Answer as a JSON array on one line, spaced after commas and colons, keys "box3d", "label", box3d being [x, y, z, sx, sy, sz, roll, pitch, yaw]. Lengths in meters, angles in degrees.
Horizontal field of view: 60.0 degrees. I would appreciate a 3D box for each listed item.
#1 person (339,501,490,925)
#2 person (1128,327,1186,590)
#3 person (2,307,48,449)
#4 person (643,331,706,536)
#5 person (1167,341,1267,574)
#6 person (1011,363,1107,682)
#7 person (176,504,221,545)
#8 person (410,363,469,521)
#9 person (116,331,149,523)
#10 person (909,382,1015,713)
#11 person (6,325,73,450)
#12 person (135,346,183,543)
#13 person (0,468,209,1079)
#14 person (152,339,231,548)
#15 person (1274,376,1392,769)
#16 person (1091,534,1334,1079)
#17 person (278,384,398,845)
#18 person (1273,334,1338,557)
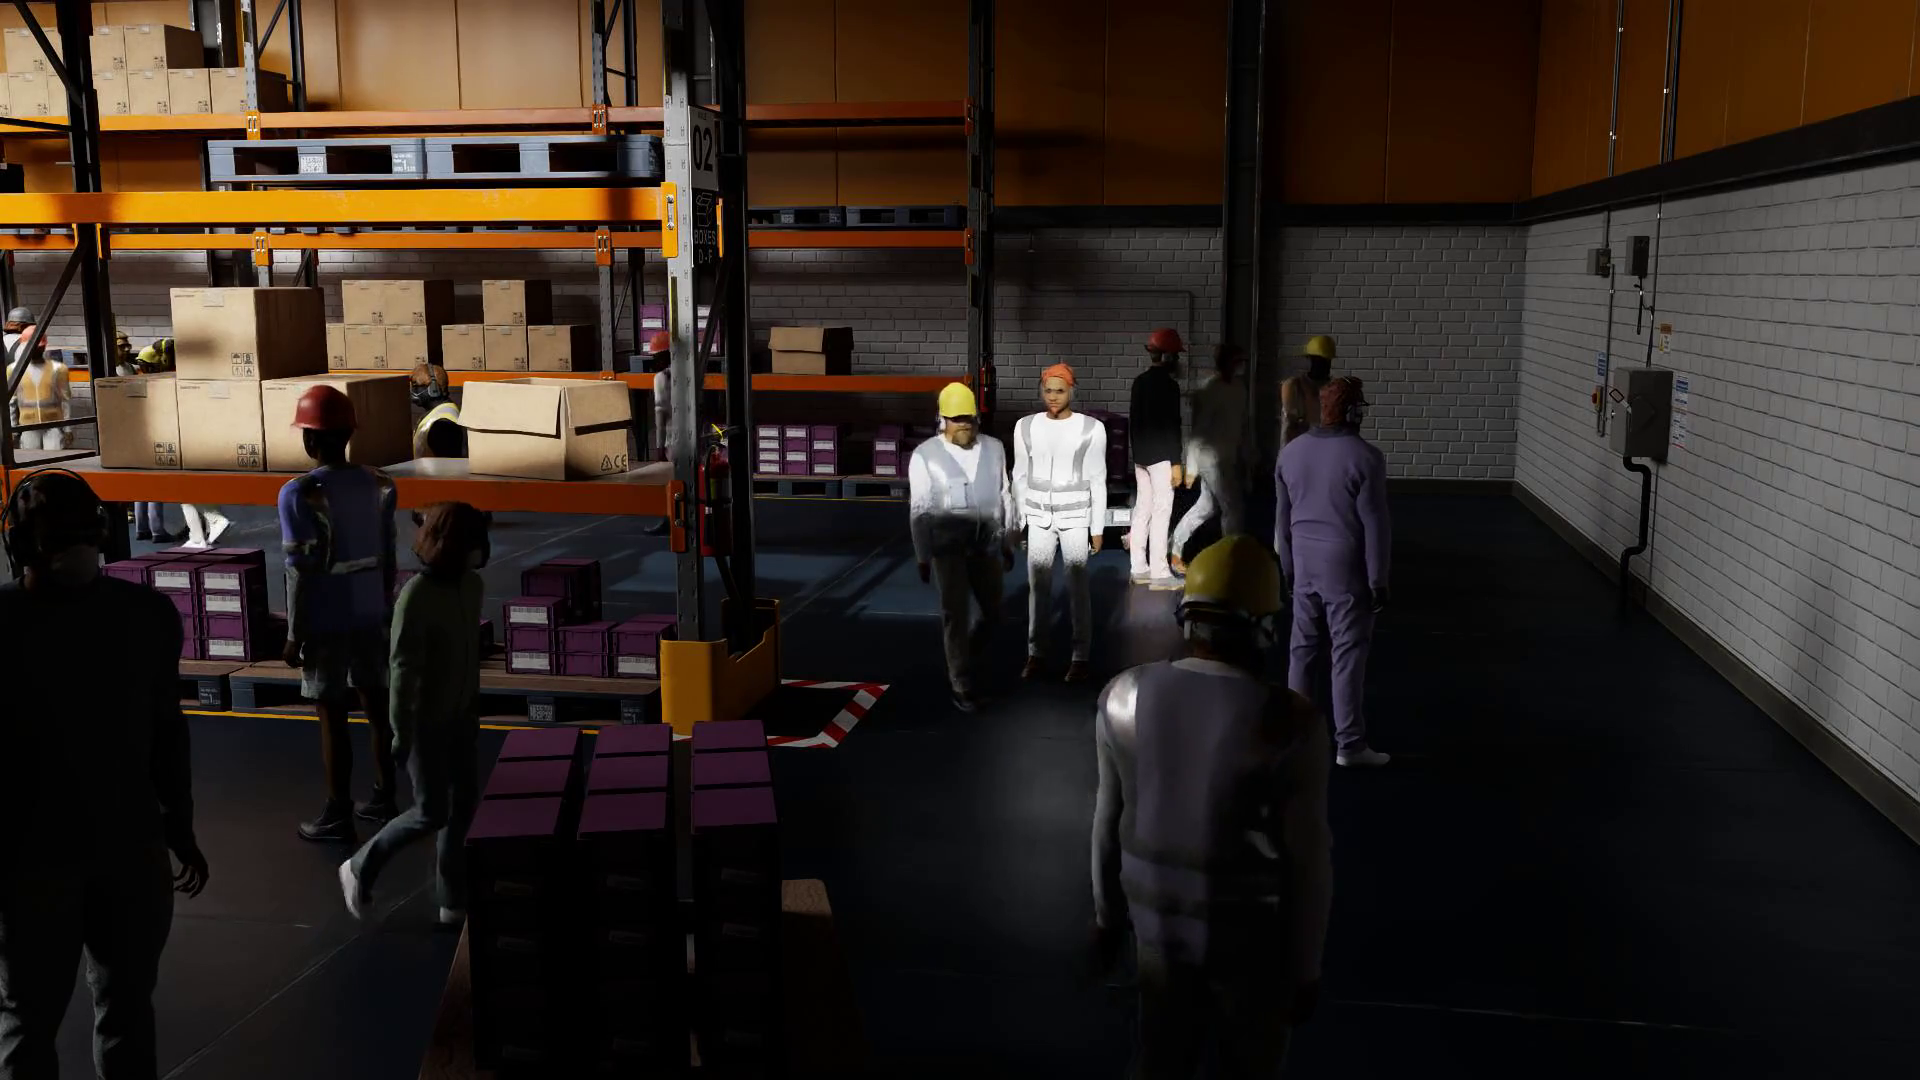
[{"box3d": [-1.951, 0.646, 6.017, 0.544, 1.610, 0.510, 2, 9, 13], "label": "person"}, {"box3d": [1.521, -0.619, 12.671, 0.402, 1.990, 0.622, -4, 10, -24], "label": "person"}, {"box3d": [-10.329, -1.569, 18.421, 0.680, 2.000, 0.536, 1, 9, 8], "label": "person"}, {"box3d": [-2.452, -0.924, 14.929, 0.941, 1.891, 0.592, 4, 10, 24], "label": "person"}, {"box3d": [1.946, -0.602, 12.933, 1.003, 1.902, 0.662, 6, 11, 31], "label": "person"}, {"box3d": [0.582, -0.100, 9.816, 0.578, 1.879, 0.348, 3, 10, 20], "label": "person"}, {"box3d": [-6.733, -0.874, 14.765, 0.755, 1.834, 0.455, 3, 10, 21], "label": "person"}, {"box3d": [-3.342, -0.215, 10.670, 0.428, 1.837, 0.626, -3, 10, -20], "label": "person"}, {"box3d": [-8.063, -1.085, 16.024, 0.346, 1.846, 0.505, 3, 10, 16], "label": "person"}, {"box3d": [0.021, 0.029, 9.215, 0.613, 1.812, 0.499, -4, 10, -23], "label": "person"}, {"box3d": [-8.842, -1.114, 16.017, 0.545, 1.912, 0.561, -3, 10, -21], "label": "person"}, {"box3d": [-7.194, -0.854, 14.870, 0.522, 1.758, 0.350, 7, 12, 37], "label": "person"}, {"box3d": [-2.183, 0.785, 4.129, 0.370, 1.941, 0.627, 7, 11, 36], "label": "person"}, {"box3d": [-6.606, -0.791, 14.180, 0.447, 1.845, 0.539, -1, 9, -3], "label": "person"}, {"box3d": [1.849, 0.156, 8.133, 0.404, 1.909, 0.636, -7, 12, -38], "label": "person"}, {"box3d": [0.558, 0.893, 3.857, 0.603, 1.807, 0.644, 6, 11, 32], "label": "person"}, {"box3d": [-2.627, 0.315, 7.039, 0.350, 1.942, 0.545, 5, 11, 30], "label": "person"}, {"box3d": [2.836, -0.718, 13.528, 0.610, 1.912, 0.539, -3, 10, -19], "label": "person"}]
